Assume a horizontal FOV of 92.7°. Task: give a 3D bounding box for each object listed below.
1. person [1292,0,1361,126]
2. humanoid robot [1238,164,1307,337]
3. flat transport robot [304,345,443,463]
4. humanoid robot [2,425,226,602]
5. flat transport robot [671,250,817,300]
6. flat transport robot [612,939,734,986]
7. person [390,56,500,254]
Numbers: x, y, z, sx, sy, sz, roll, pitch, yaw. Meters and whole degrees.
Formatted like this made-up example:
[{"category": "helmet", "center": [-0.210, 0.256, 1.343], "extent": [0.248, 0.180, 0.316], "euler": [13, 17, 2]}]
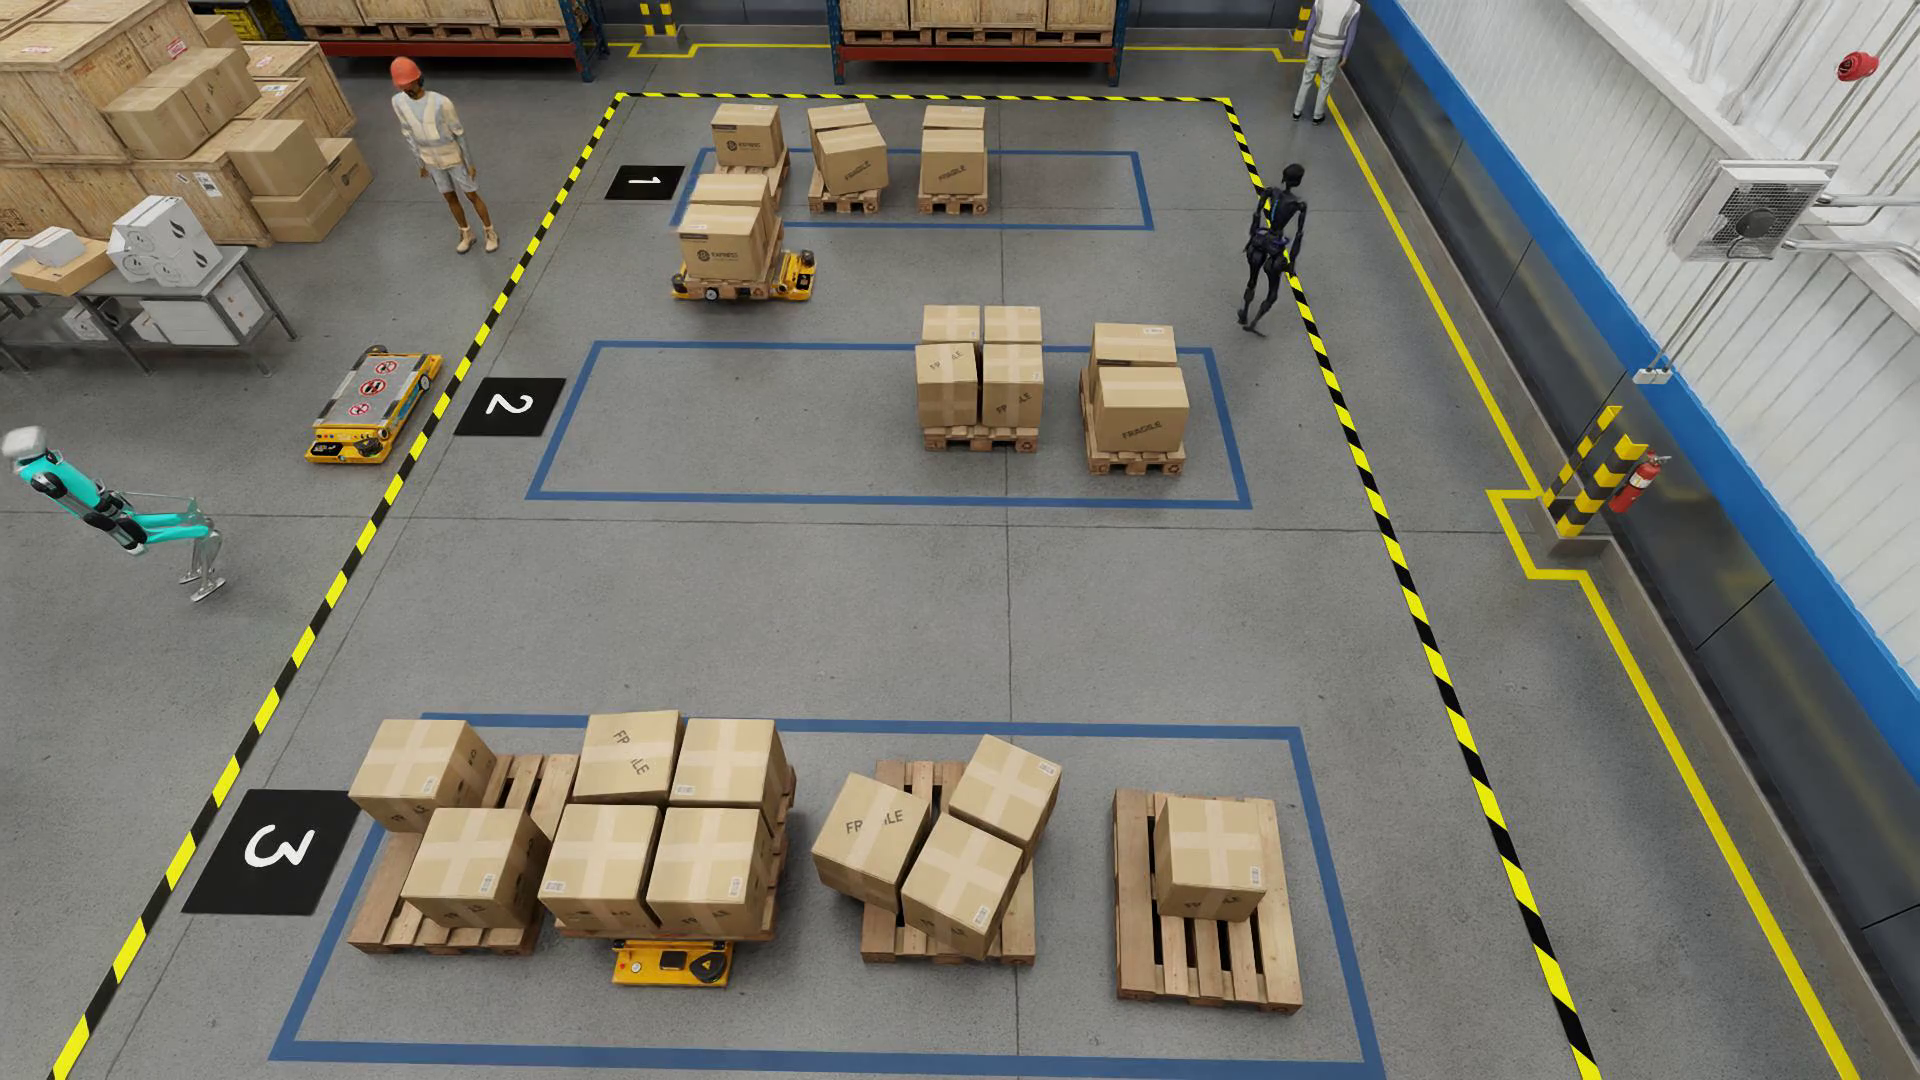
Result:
[{"category": "person", "center": [4.644, -6.226, 11.610], "extent": [0.600, 1.830, 0.404], "euler": [23, 54, 18]}, {"category": "humanoid robot", "center": [2.939, -2.756, 8.779], "extent": [0.451, 1.648, 0.615], "euler": [-29, 56, -22]}, {"category": "flat transport robot", "center": [-5.383, -1.269, 8.441], "extent": [0.659, 0.231, 1.431], "euler": [1, 50, 1]}, {"category": "humanoid robot", "center": [-5.798, -0.230, 6.515], "extent": [0.735, 1.673, 0.533], "euler": [-36, 58, -26]}, {"category": "flat transport robot", "center": [-2.285, -2.834, 9.747], "extent": [1.431, 0.197, 0.652], "euler": [1, 50, 1]}, {"category": "flat transport robot", "center": [-1.659, 1.971, 5.681], "extent": [0.652, 0.197, 1.431], "euler": [1, 50, 1]}, {"category": "person", "center": [-5.384, -3.964, 9.558], "extent": [0.606, 2.047, 0.365], "euler": [-1, 50, -1]}]
